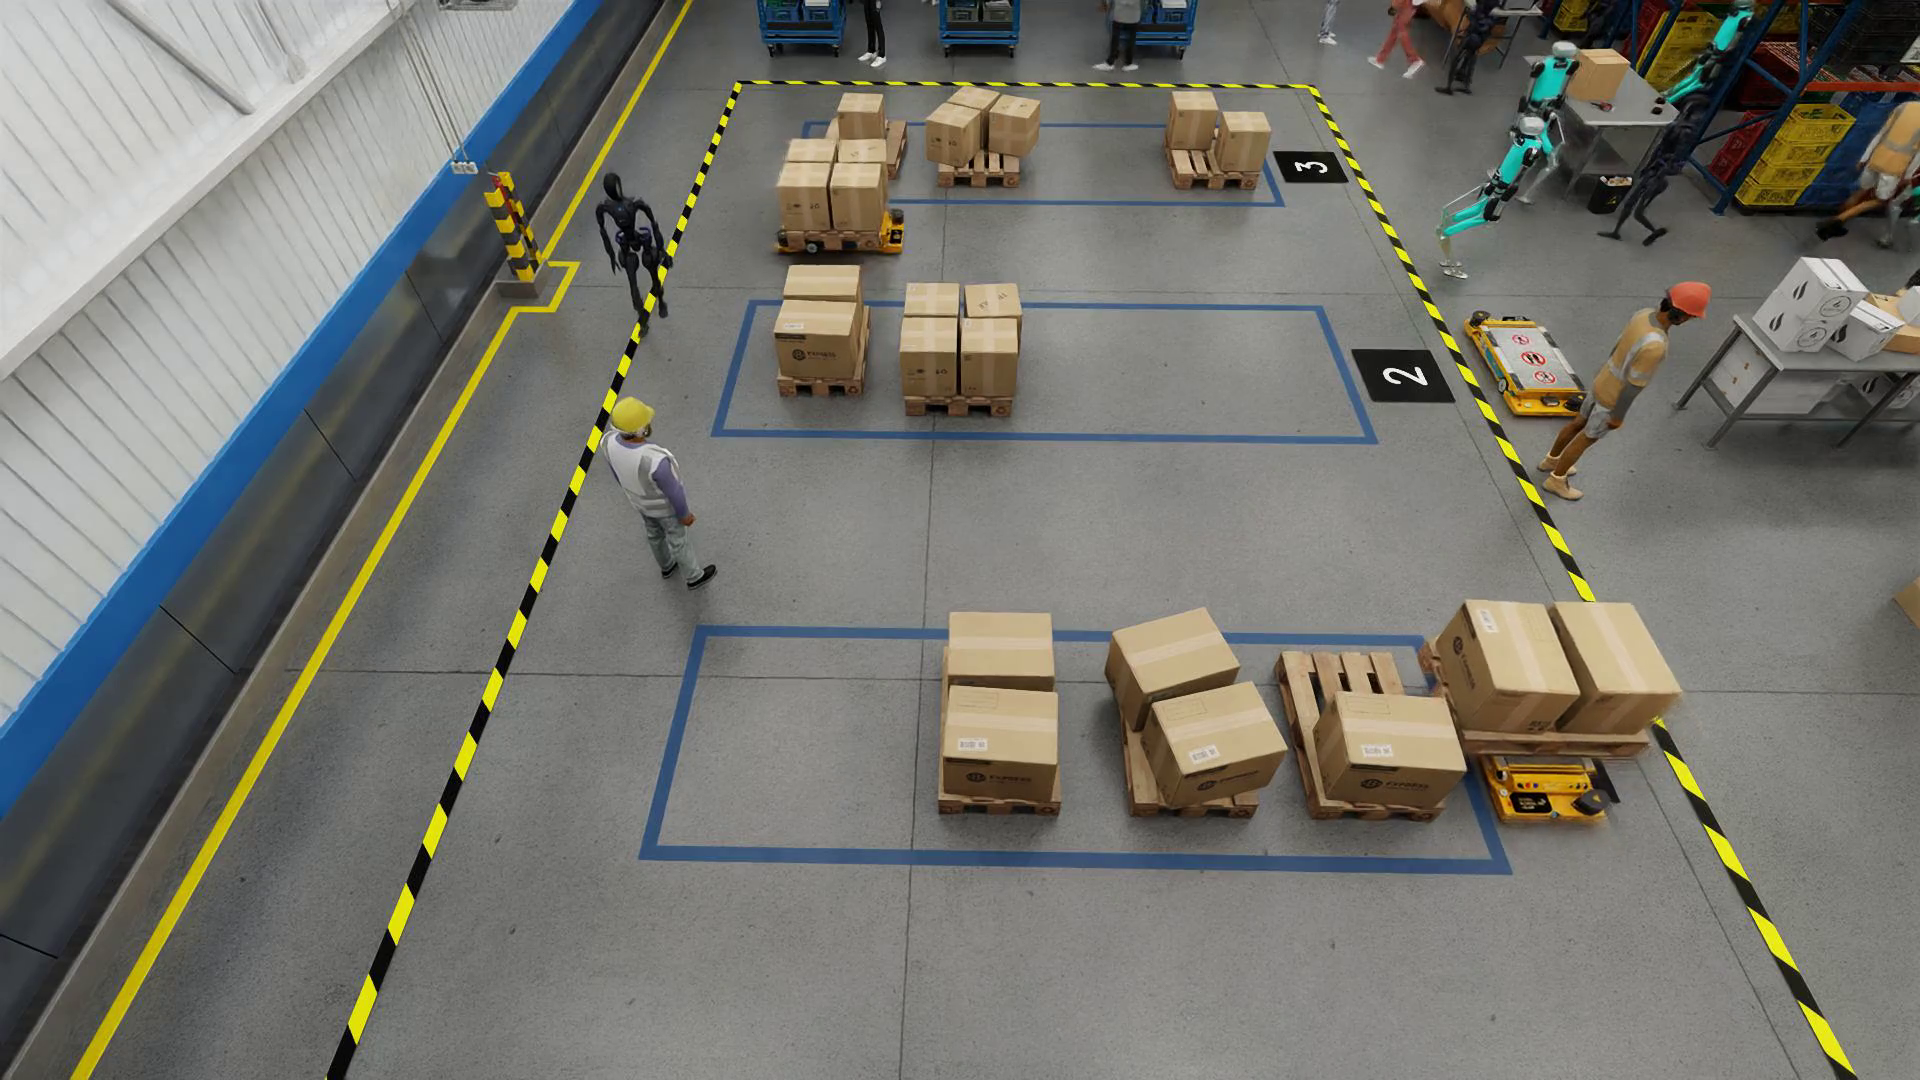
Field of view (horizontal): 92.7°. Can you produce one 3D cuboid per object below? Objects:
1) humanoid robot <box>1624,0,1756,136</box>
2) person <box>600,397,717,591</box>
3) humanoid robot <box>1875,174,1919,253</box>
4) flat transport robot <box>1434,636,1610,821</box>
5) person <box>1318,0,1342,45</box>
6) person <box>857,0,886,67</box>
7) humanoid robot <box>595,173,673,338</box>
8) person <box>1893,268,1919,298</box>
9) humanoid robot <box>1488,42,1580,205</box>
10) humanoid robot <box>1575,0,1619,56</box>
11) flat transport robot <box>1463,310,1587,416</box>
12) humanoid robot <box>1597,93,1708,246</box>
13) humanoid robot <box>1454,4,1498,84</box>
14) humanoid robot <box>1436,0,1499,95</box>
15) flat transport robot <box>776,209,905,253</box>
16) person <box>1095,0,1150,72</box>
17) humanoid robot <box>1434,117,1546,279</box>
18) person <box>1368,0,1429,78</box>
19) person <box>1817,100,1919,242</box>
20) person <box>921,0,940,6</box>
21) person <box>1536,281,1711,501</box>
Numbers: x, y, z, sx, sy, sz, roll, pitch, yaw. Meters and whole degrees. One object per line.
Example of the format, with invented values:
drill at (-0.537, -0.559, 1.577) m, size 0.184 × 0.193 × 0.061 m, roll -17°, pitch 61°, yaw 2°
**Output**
humanoid robot at (9.334, -6.048, 11.851) m, size 0.812 × 1.858 × 0.554 m, roll 9°, pitch 50°, yaw 8°
person at (-2.224, -0.317, 6.773) m, size 0.599 × 1.830 × 0.404 m, roll 23°, pitch 53°, yaw 19°
humanoid robot at (10.747, -3.911, 9.963) m, size 0.885 × 1.789 × 0.541 m, roll -1°, pitch 49°, yaw -1°
flat transport robot at (3.904, 1.247, 6.435) m, size 0.652 × 0.197 × 1.431 m, roll 1°, pitch 49°, yaw 1°
person at (5.838, -8.538, 13.947) m, size 0.294 × 1.743 × 0.486 m, roll 9°, pitch 50°, yaw 8°
person at (-1.309, -7.918, 13.327) m, size 0.327 × 1.873 × 0.515 m, roll -32°, pitch 56°, yaw -25°
humanoid robot at (-3.187, -2.822, 9.059) m, size 0.610 × 1.633 × 0.678 m, roll -7°, pitch 49°, yaw -6°
person at (10.346, -3.188, 9.258) m, size 0.335 × 1.835 × 0.506 m, roll -27°, pitch 54°, yaw -21°
humanoid robot at (6.804, -4.754, 10.703) m, size 0.532 × 1.750 × 1.035 m, roll -6°, pitch 49°, yaw -6°
humanoid robot at (9.144, -7.583, 13.185) m, size 0.752 × 1.625 × 0.588 m, roll 0°, pitch 49°, yaw 0°
flat transport robot at (5.573, -1.757, 9.054) m, size 0.659 × 0.231 × 1.431 m, roll 1°, pitch 49°, yaw 1°
humanoid robot at (7.797, -4.068, 10.130) m, size 0.575 × 1.633 × 0.588 m, roll 14°, pitch 51°, yaw 12°
humanoid robot at (7.462, -7.399, 13.003) m, size 0.351 × 1.654 × 0.598 m, roll 31°, pitch 56°, yaw 24°
humanoid robot at (7.166, -7.062, 12.715) m, size 0.332 × 1.651 × 0.591 m, roll 35°, pitch 57°, yaw 26°
flat transport robot at (-1.372, -3.600, 10.631) m, size 1.431 × 0.197 × 0.652 m, roll 1°, pitch 49°, yaw 1°
person at (2.382, -7.741, 13.219) m, size 0.729 × 1.811 × 0.386 m, roll 6°, pitch 49°, yaw 5°
humanoid robot at (5.379, -3.560, 9.555) m, size 0.735 × 1.677 × 0.533 m, roll 8°, pitch 50°, yaw 7°
person at (6.526, -7.693, 13.128) m, size 0.682 × 1.872 × 0.831 m, roll -31°, pitch 56°, yaw -24°
person at (10.118, -4.121, 10.011) m, size 0.614 × 1.915 × 0.578 m, roll -8°, pitch 50°, yaw -7°
person at (-0.475, -9.789, 14.947) m, size 0.508 × 1.872 × 0.328 m, roll 30°, pitch 56°, yaw 24°
person at (5.312, -1.189, 7.395) m, size 0.385 × 2.036 × 0.604 m, roll 14°, pitch 51°, yaw 12°
